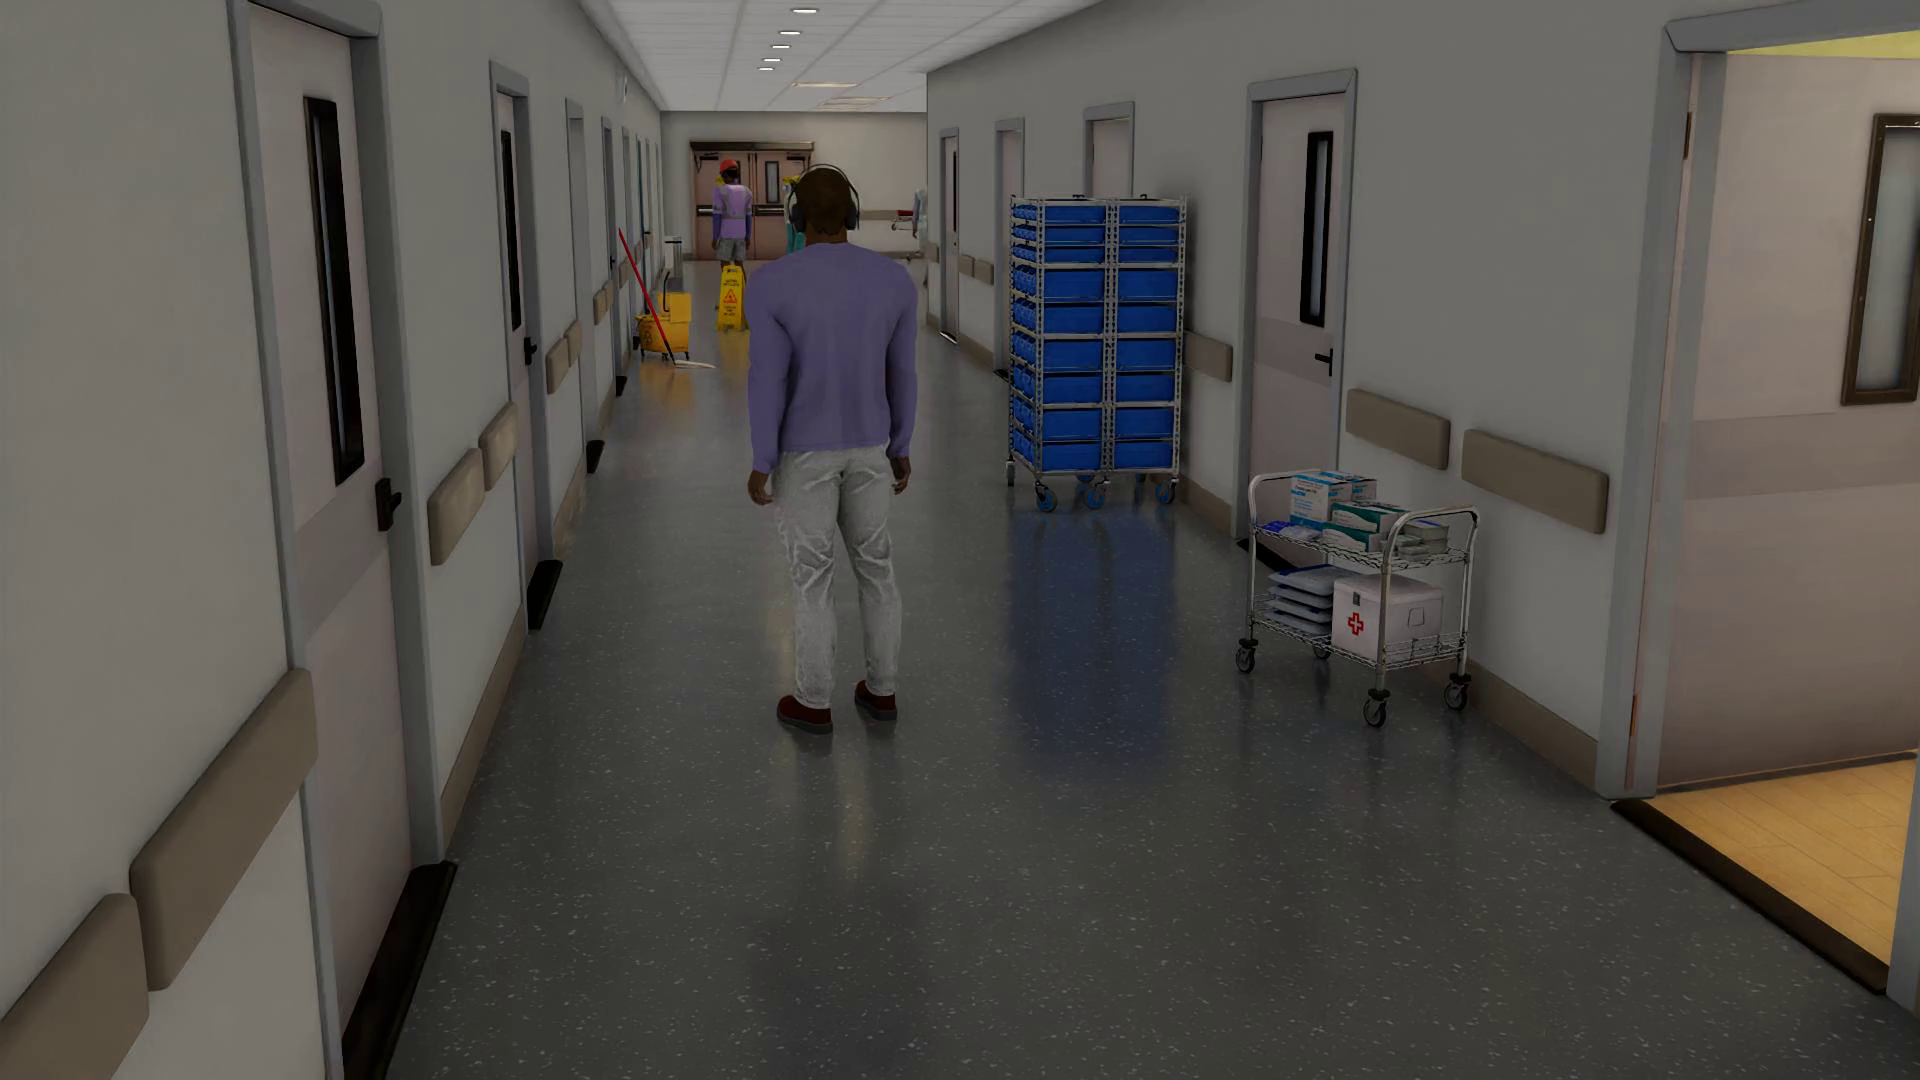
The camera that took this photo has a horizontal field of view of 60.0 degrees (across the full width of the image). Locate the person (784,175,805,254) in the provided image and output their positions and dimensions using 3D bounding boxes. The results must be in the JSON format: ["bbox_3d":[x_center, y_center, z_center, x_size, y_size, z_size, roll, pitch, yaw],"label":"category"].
[{"bbox_3d":[-2.927,-5.651,29.881,0.523,1.759,0.332,10,16,39],"label":"person"}]

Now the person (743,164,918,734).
[{"bbox_3d":[-0.436,-0.298,5.706,0.635,1.936,0.351,-7,15,-29],"label":"person"}]

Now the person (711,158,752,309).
[{"bbox_3d":[-3.115,-4.151,22.623,0.618,2.028,0.409,-11,17,-41],"label":"person"}]
